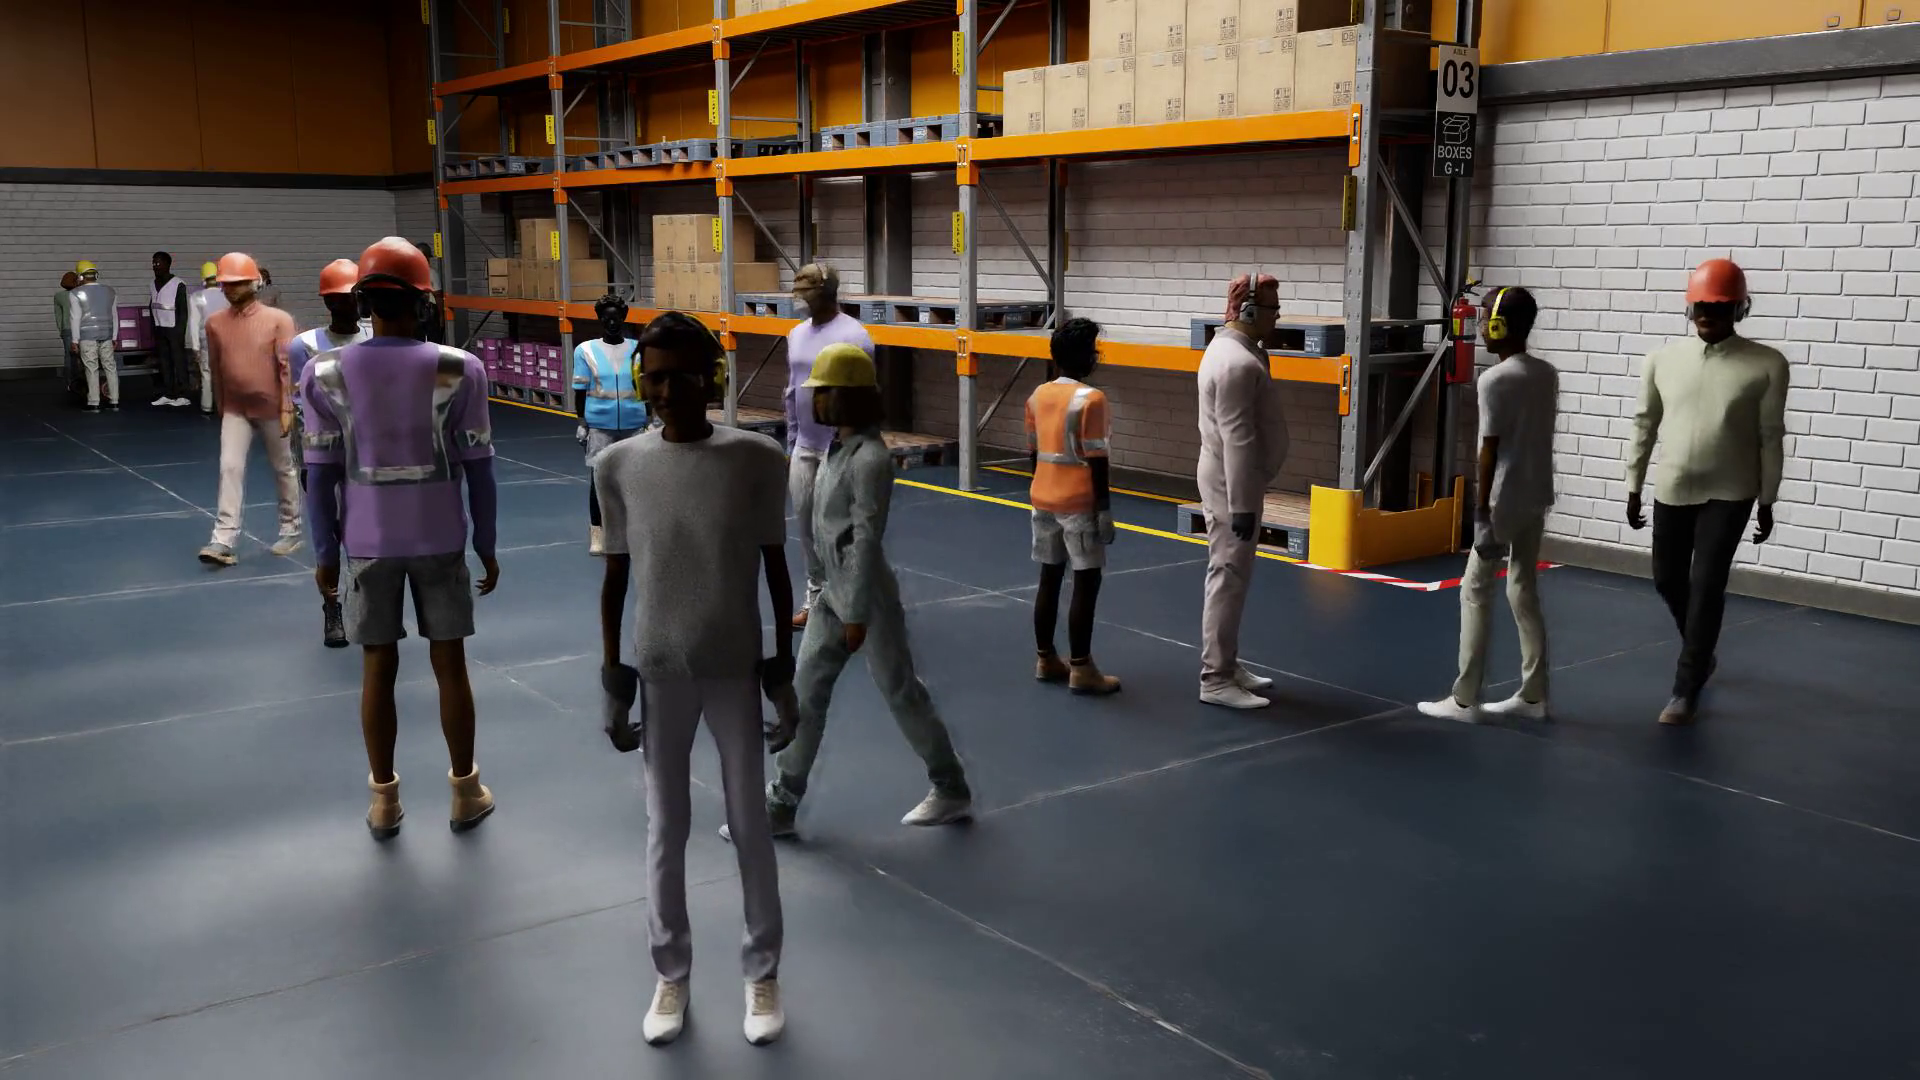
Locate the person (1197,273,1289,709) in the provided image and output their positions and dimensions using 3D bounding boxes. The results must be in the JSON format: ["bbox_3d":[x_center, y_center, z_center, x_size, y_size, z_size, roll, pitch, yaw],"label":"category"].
[{"bbox_3d":[1.234,-0.213,7.299,0.399,1.897,0.647,1,10,7],"label":"person"}]

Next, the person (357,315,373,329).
[{"bbox_3d":[-7.299,-2.620,20.800,0.572,1.886,0.355,-7,13,-36],"label":"person"}]

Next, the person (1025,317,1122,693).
[{"bbox_3d":[0.495,-0.156,7.545,0.316,1.695,0.578,-6,12,-32],"label":"person"}]

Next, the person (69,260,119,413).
[{"bbox_3d":[-10.396,-2.439,19.961,0.403,1.823,0.588,6,12,30],"label":"person"}]

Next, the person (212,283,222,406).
[{"bbox_3d":[-9.122,-2.619,20.832,0.535,1.881,0.929,2,10,14],"label":"person"}]

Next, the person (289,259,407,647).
[{"bbox_3d":[-3.075,-0.438,8.422,0.545,1.942,0.351,-8,13,-36],"label":"person"}]

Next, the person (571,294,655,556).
[{"bbox_3d":[-2.242,-0.745,10.827,0.540,1.696,0.316,-4,11,-19],"label":"person"}]

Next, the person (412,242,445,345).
[{"bbox_3d":[-7.650,-3.249,23.887,0.684,2.000,0.538,3,11,19],"label":"person"}]

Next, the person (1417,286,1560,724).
[{"bbox_3d":[2.252,-0.131,6.984,0.516,1.852,0.420,-7,12,-33],"label":"person"}]

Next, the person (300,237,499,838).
[{"bbox_3d":[-1.900,-0.004,5.708,0.615,2.040,0.391,-2,10,-13],"label":"person"}]

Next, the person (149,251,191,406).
[{"bbox_3d":[-9.882,-2.633,20.787,0.593,1.917,0.391,4,11,23],"label":"person"}]

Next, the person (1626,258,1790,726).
[{"bbox_3d":[3.231,-0.234,7.217,0.630,1.966,0.876,8,13,38],"label":"person"}]

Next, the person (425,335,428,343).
[{"bbox_3d":[-7.790,-3.152,23.915,0.623,1.840,0.430,-1,10,-7],"label":"person"}]

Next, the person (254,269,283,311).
[{"bbox_3d":[-10.700,-3.357,25.633,0.507,1.632,0.274,-6,12,-29],"label":"person"}]

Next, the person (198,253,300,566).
[{"bbox_3d":[-4.490,-0.819,10.500,0.626,1.946,0.978,0,10,3],"label":"person"}]

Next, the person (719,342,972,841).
[{"bbox_3d":[-0.352,0.180,5.648,0.886,1.697,0.499,-4,11,-22],"label":"person"}]

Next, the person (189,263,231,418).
[{"bbox_3d":[-8.489,-2.246,18.958,0.621,1.789,0.888,-8,13,-38],"label":"person"}]

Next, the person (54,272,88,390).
[{"bbox_3d":[-12.187,-2.872,22.916,0.500,1.633,0.280,1,10,3],"label":"person"}]

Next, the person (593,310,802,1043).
[{"bbox_3d":[-0.659,0.354,4.219,0.508,1.863,0.345,0,10,-3],"label":"person"}]

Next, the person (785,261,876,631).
[{"bbox_3d":[-0.666,-0.448,8.534,0.363,1.930,0.673,-9,14,-42],"label":"person"}]
